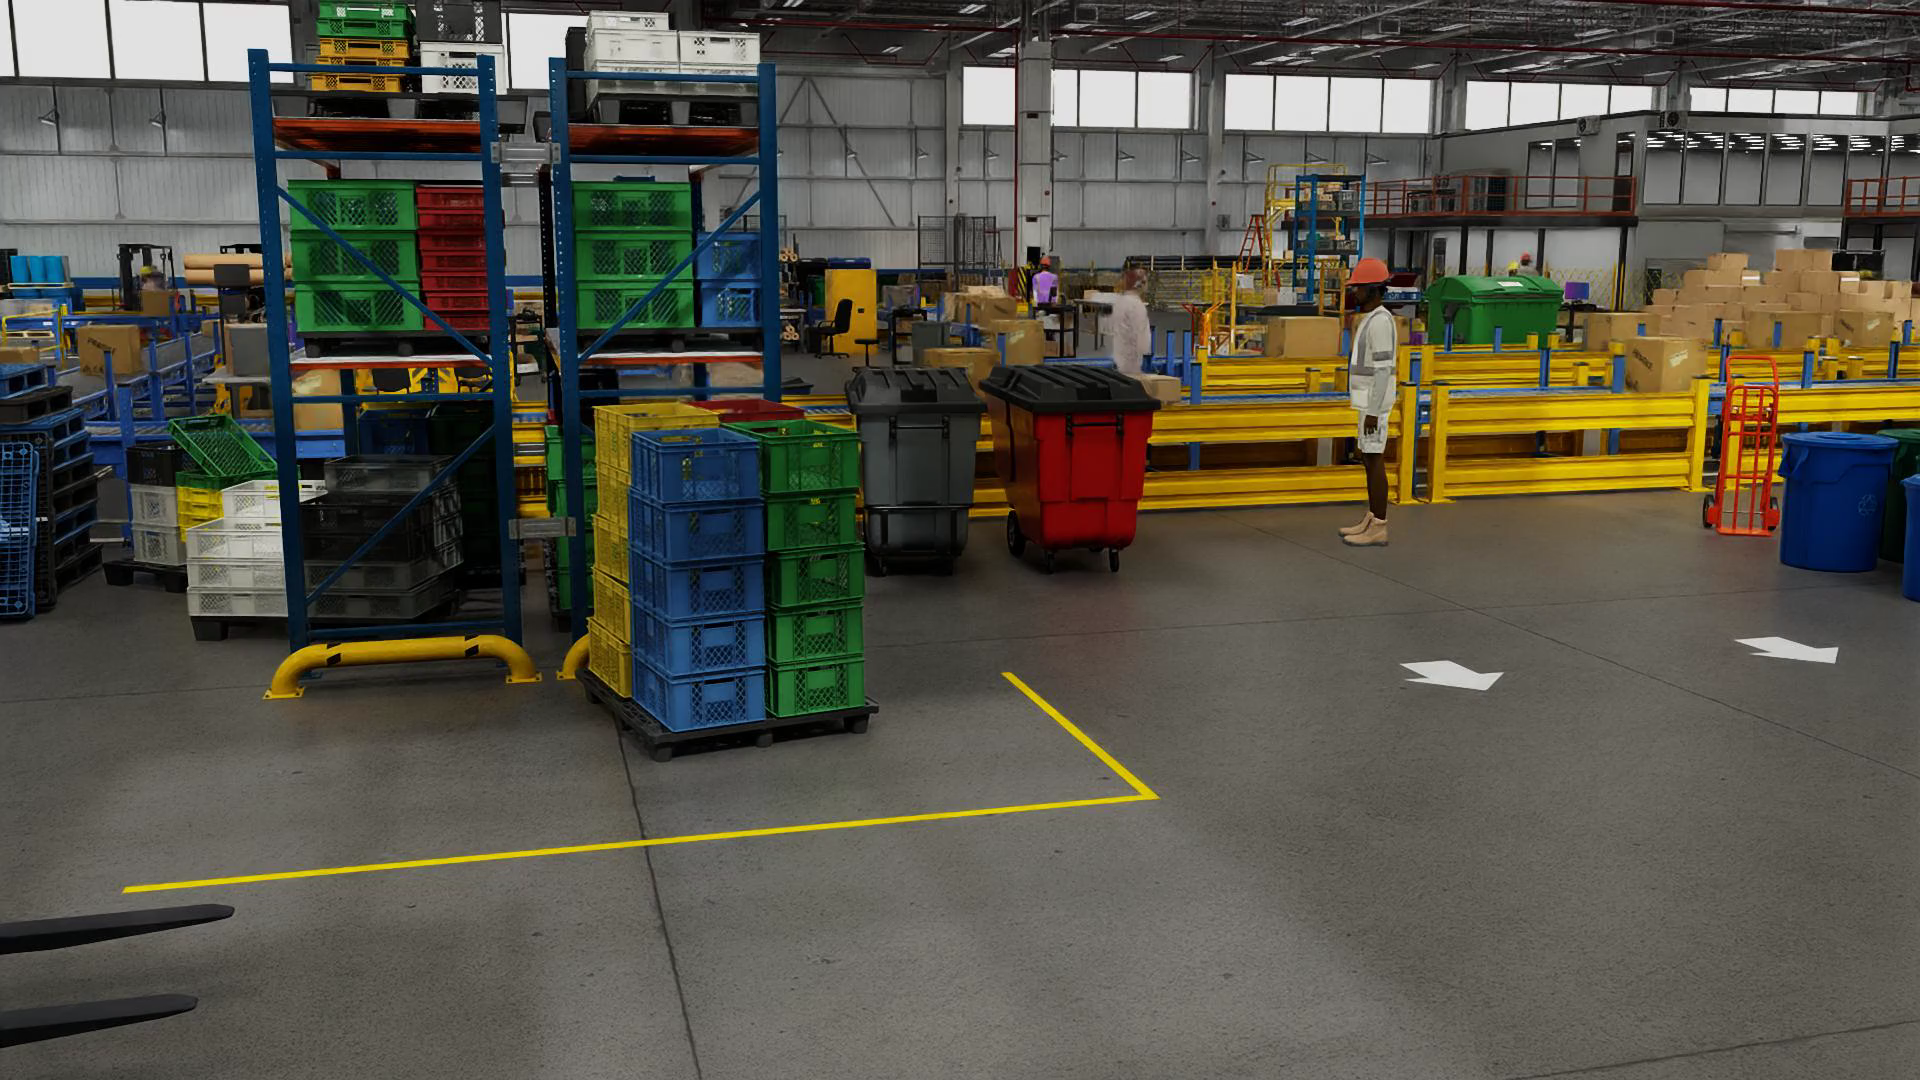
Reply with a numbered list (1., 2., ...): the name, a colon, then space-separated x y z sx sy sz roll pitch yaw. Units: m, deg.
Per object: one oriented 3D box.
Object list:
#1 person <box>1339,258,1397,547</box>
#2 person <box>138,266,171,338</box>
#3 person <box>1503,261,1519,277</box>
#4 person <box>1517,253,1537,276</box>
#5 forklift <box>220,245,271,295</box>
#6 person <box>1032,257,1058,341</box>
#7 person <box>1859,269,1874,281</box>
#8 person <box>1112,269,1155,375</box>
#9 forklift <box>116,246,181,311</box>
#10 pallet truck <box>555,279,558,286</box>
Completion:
1. person: 2.890 -0.971 11.820 0.393 2.041 0.614 2 10 9
2. person: -16.505 -4.709 33.896 0.540 1.714 0.903 9 14 43
3. person: 11.699 -5.001 35.277 0.595 1.824 0.404 6 12 30
4. person: 13.393 -5.826 39.499 0.621 1.974 0.487 0 10 2
5. forklift: -17.749 -6.334 41.440 1.157 1.987 2.680 -3 10 -17
6. person: 1.798 -4.993 35.008 0.554 1.904 0.794 -1 10 -3
7. person: 15.870 -3.862 29.090 0.487 1.726 0.591 -9 13 -42
8. person: 1.851 -1.901 17.543 0.513 1.889 0.640 -1 10 -6
9. forklift: -19.966 -6.232 40.894 1.157 1.987 2.680 -3 10 -15
10. pallet truck: -10.604 -6.375 44.520 0.653 1.274 1.630 -3 10 -15
